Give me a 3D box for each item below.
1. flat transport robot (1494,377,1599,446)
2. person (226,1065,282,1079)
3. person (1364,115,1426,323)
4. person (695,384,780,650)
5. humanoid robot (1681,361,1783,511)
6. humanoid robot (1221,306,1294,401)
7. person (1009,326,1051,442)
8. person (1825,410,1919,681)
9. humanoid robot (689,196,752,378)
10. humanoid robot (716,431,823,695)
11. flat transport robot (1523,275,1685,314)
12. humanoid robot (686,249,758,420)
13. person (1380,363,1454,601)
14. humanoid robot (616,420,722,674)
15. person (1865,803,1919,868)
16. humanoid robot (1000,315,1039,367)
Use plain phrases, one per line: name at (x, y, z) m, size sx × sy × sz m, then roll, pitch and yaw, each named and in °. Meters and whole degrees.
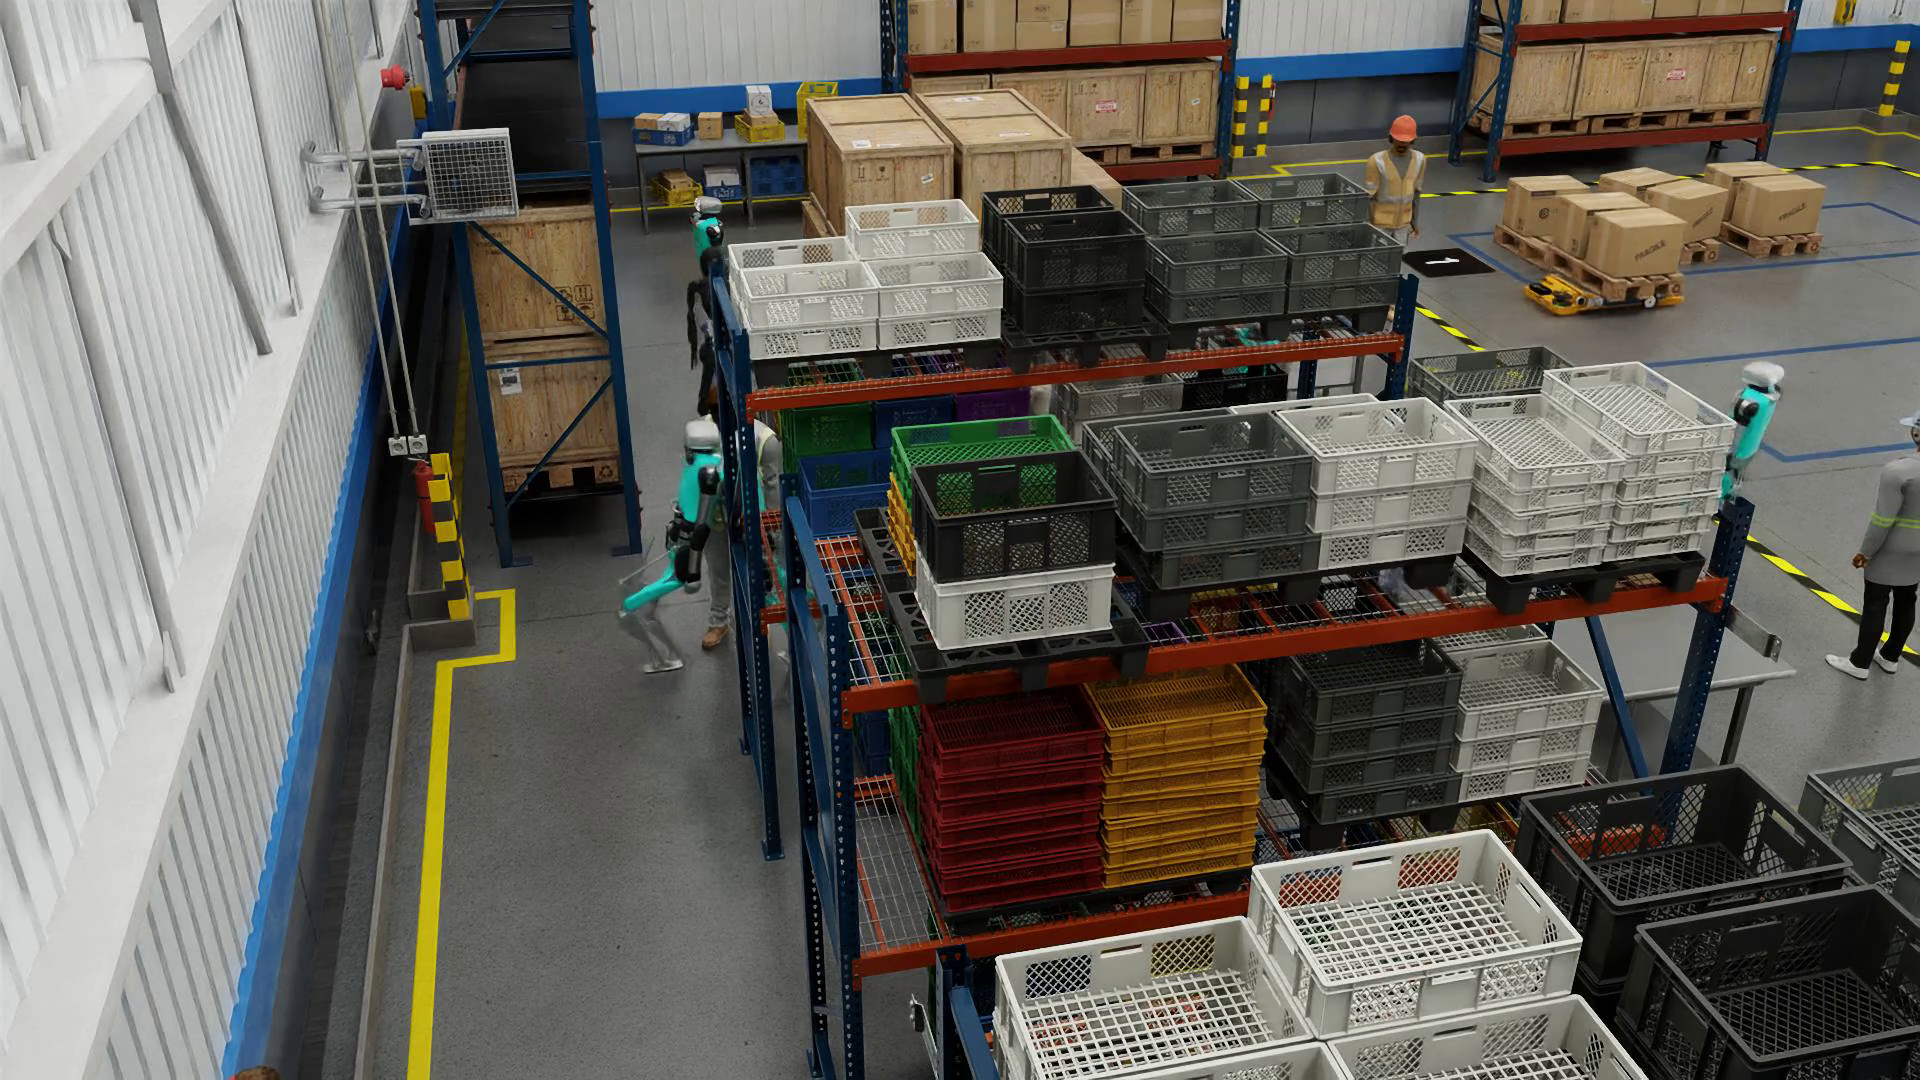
flat transport robot at (4.780, -1.036, 14.013) m, size 0.659 × 0.231 × 1.431 m, roll -6°, pitch 28°, yaw -12°
person at (-2.299, 2.524, 5.581) m, size 0.390 × 1.836 × 0.563 m, roll -18°, pitch 33°, yaw -30°
person at (4.141, -3.056, 15.946) m, size 0.613 × 2.039 × 0.384 m, roll -7°, pitch 29°, yaw -13°
person at (-1.454, -0.141, 10.627) m, size 0.626 × 1.844 × 0.429 m, roll 4°, pitch 28°, yaw 8°
humanoid robot at (4.992, -0.432, 11.287) m, size 0.787 × 1.775 × 0.578 m, roll 23°, pitch 35°, yaw 36°
humanoid robot at (1.976, -0.766, 11.906) m, size 0.576 × 1.713 × 0.959 m, roll 17°, pitch 32°, yaw 28°
person at (0.436, -0.638, 11.583) m, size 0.332 × 1.837 × 0.506 m, roll -25°, pitch 36°, yaw -38°
person at (5.823, 0.014, 10.325) m, size 0.587 × 1.850 × 0.388 m, roll -8°, pitch 29°, yaw -14°
humanoid robot at (-1.942, -2.201, 14.502) m, size 0.735 × 1.677 × 0.533 m, roll -15°, pitch 31°, yaw -26°
humanoid robot at (-1.054, 0.215, 10.146) m, size 0.754 × 1.870 × 0.541 m, roll 1°, pitch 28°, yaw 1°
flat transport robot at (6.523, -2.535, 16.826) m, size 1.431 × 0.197 × 0.652 m, roll -6°, pitch 28°, yaw -12°
humanoid robot at (-1.939, -1.583, 13.590) m, size 0.588 × 1.639 × 0.636 m, roll 8°, pitch 29°, yaw 15°
person at (3.071, -0.351, 11.128) m, size 0.547 × 1.746 × 0.533 m, roll 12°, pitch 30°, yaw 21°
humanoid robot at (-1.842, 0.136, 10.239) m, size 0.849 × 1.767 × 0.543 m, roll -9°, pitch 29°, yaw -17°
person at (4.033, 1.734, 7.227) m, size 0.929 × 1.685 × 0.485 m, roll -7°, pitch 29°, yaw -13°
humanoid robot at (0.435, -0.945, 12.362) m, size 0.609 × 1.646 × 0.608 m, roll -14°, pitch 31°, yaw -25°
